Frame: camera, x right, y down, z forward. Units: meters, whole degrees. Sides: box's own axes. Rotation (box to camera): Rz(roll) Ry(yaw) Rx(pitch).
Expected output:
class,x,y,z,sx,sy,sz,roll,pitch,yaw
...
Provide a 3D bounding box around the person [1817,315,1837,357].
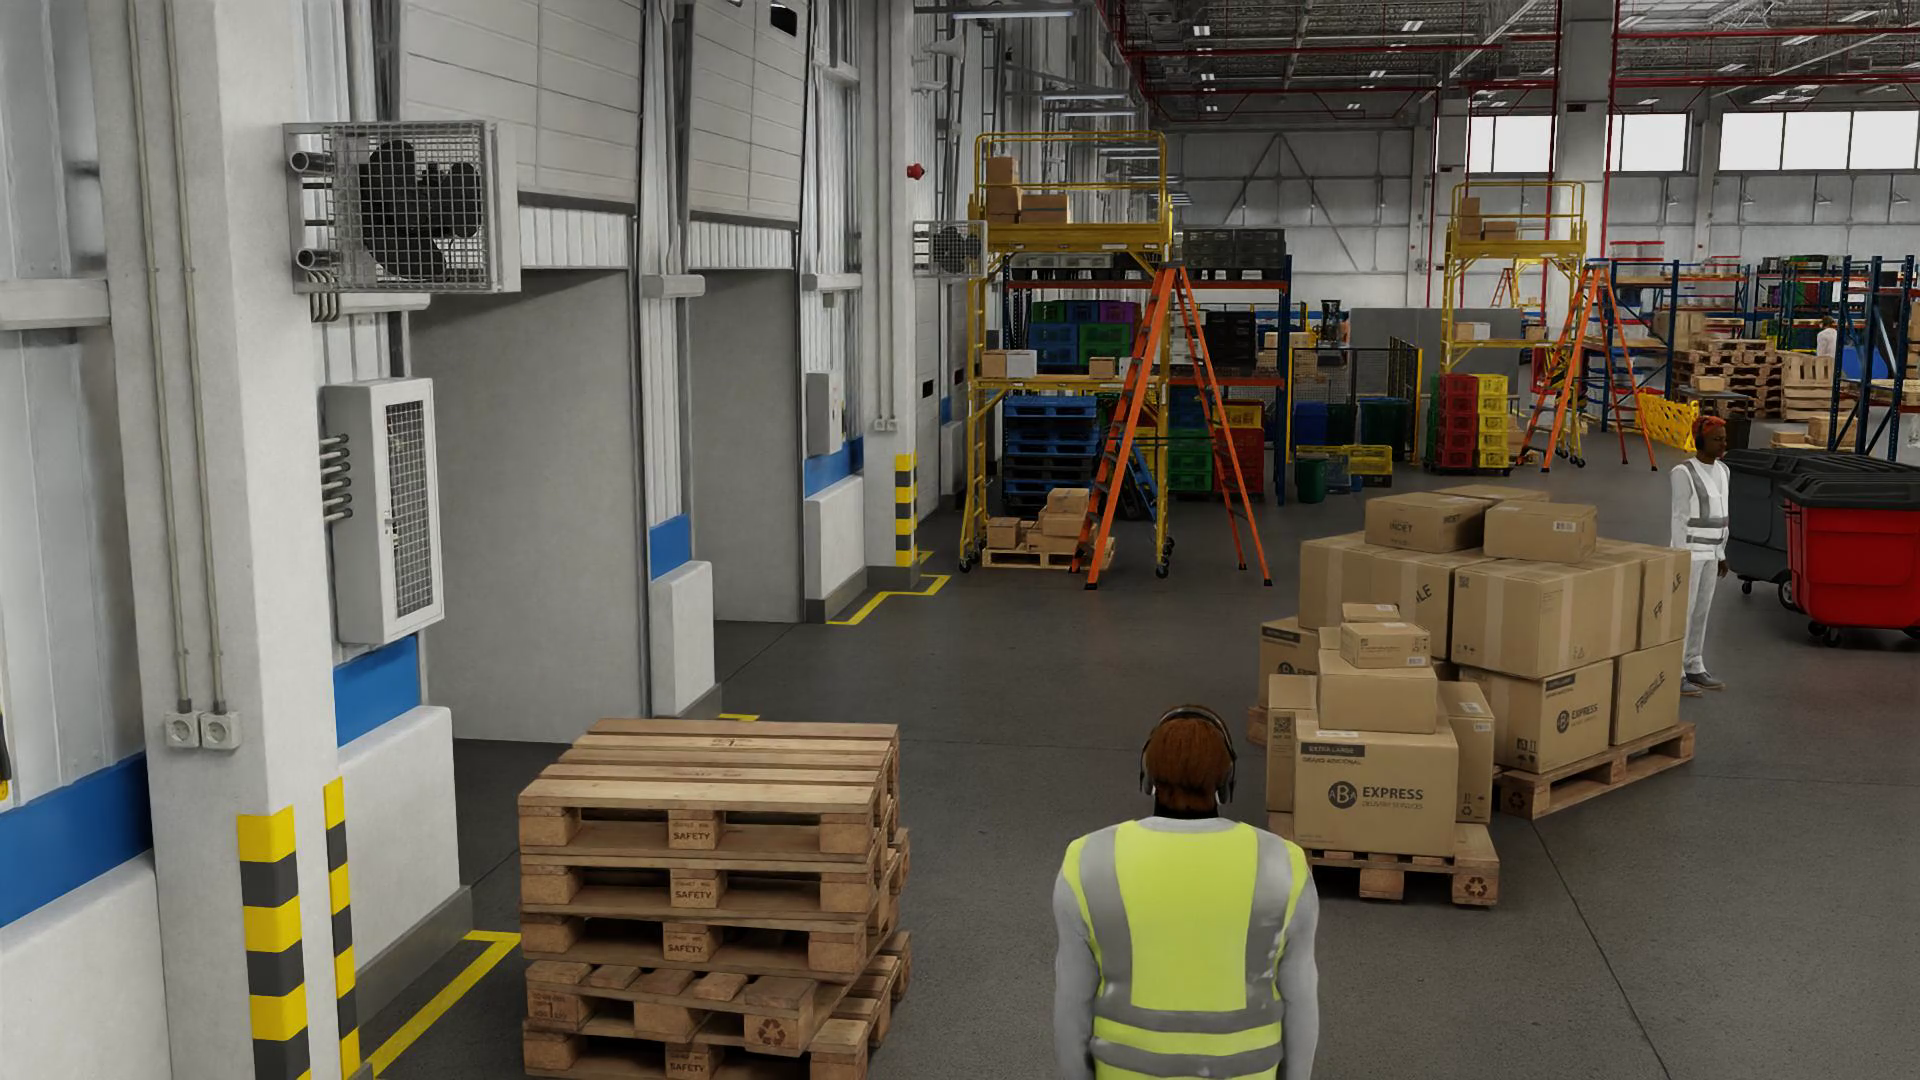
class,x,y,z,sx,sy,sz,roll,pitch,yaw
person,17.674,-3.621,33.993,0.631,1.940,0.368,-7,11,-35

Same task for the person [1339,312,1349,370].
class,x,y,z,sx,sy,sz,roll,pitch,yaw
person,11.009,-5.689,47.611,0.318,1.662,0.731,2,9,13

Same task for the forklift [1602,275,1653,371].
class,x,y,z,sx,sy,sz,roll,pitch,yaw
forklift,18.328,-6.129,46.565,1.873,2.768,1.129,-3,10,-19

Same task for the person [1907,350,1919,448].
class,x,y,z,sx,sy,sz,roll,pitch,yaw
person,15.506,-2.342,26.745,0.327,1.735,0.486,5,10,27

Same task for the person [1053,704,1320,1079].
class,x,y,z,sx,sy,sz,roll,pitch,yaw
person,0.533,1.294,3.982,0.625,1.844,0.429,1,9,5

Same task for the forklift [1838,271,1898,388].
class,x,y,z,sx,sy,sz,roll,pitch,yaw
forklift,21.072,-4.771,38.191,1.873,2.768,1.129,1,9,9

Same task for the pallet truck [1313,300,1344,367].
class,x,y,z,sx,sy,sz,roll,pitch,yaw
pallet truck,11.159,-6.200,49.718,0.823,1.965,1.885,4,10,26

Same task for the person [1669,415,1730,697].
class,x,y,z,sx,sy,sz,roll,pitch,yaw
person,4.978,0.104,11.194,0.574,1.883,0.355,-7,12,-37
